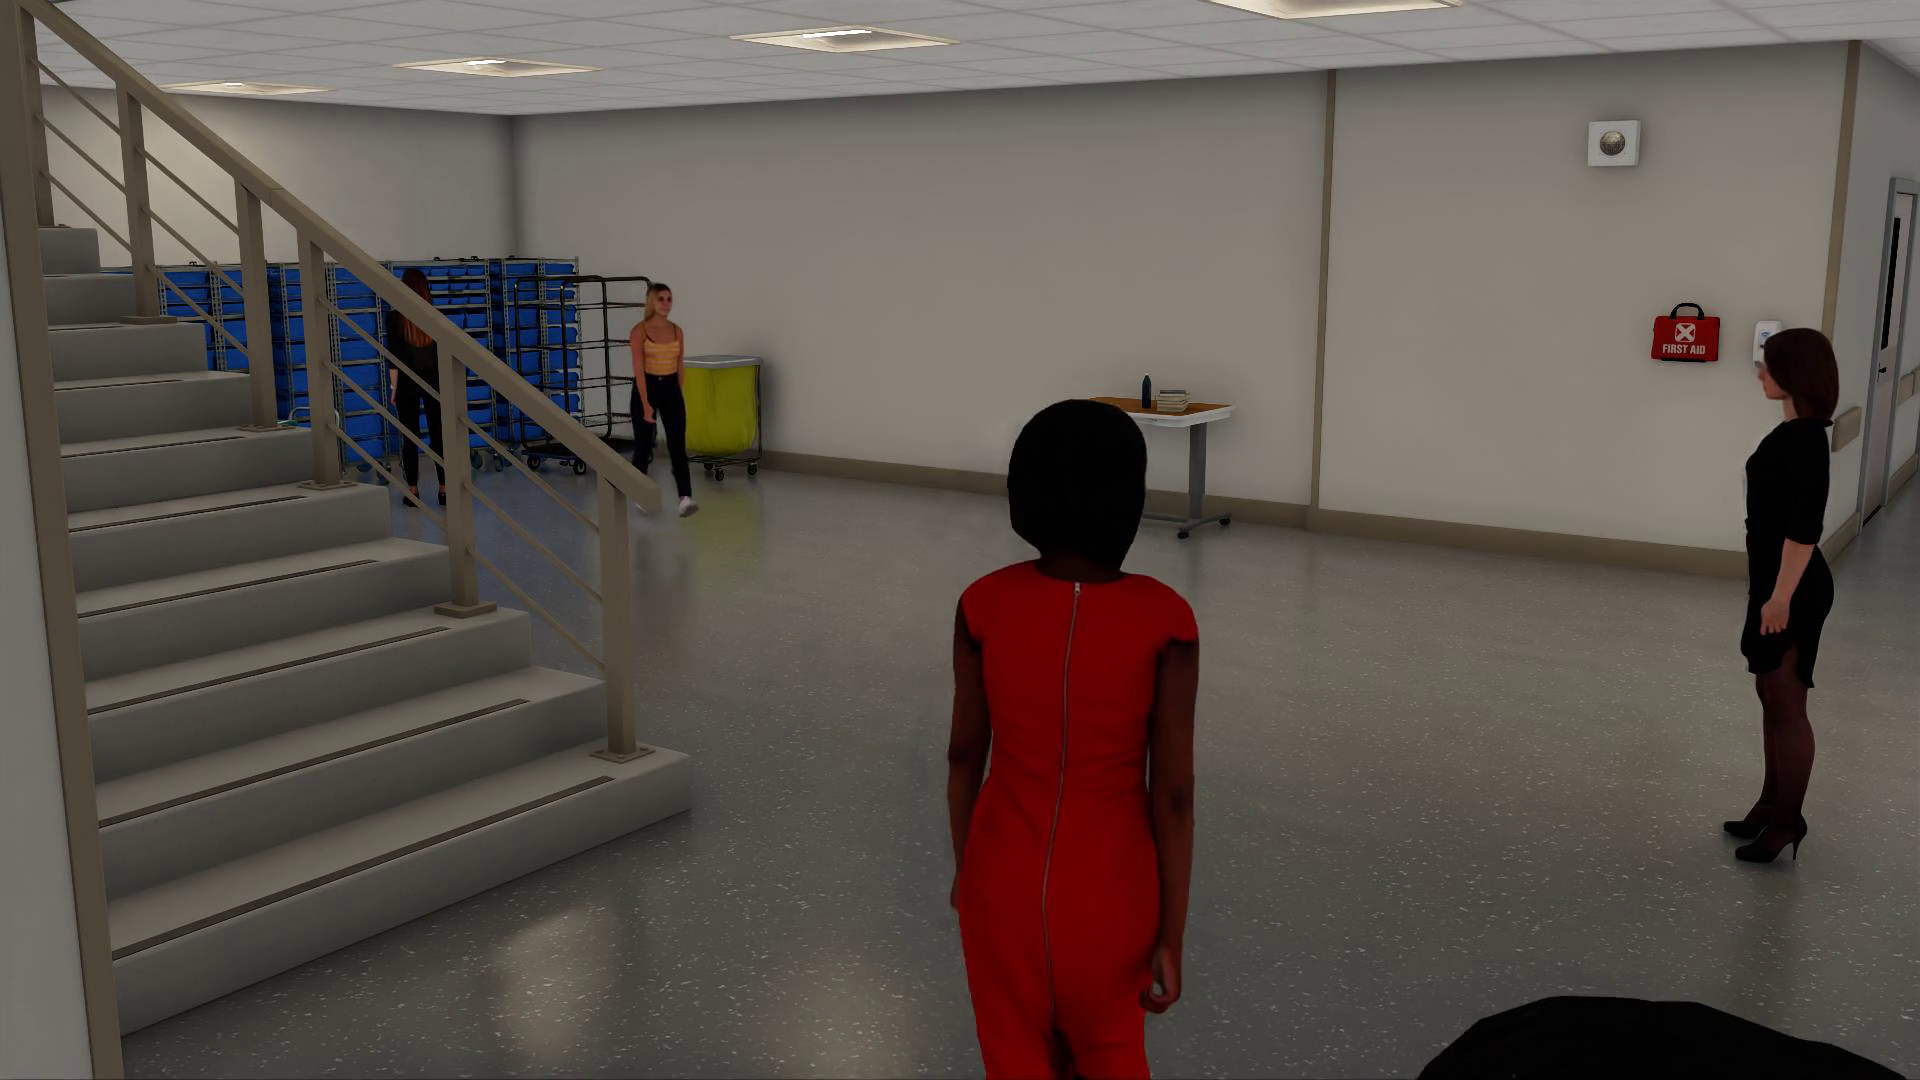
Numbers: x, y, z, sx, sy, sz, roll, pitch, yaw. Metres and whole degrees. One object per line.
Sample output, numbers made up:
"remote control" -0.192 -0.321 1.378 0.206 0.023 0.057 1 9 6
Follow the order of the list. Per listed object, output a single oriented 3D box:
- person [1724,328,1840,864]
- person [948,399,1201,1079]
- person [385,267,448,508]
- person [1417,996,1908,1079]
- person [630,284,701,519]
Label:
"person" 2.636 0.177 5.294 0.586 1.705 0.638 4 11 20
"person" 0.152 0.669 2.707 1.092 1.703 0.962 2 11 9
"person" -3.903 -1.107 12.037 0.676 1.714 0.697 -4 11 -21
"person" 0.229 1.023 0.750 0.708 1.736 0.712 1 11 4
"person" -2.130 -0.932 11.477 0.923 1.578 1.225 -6 12 -29
